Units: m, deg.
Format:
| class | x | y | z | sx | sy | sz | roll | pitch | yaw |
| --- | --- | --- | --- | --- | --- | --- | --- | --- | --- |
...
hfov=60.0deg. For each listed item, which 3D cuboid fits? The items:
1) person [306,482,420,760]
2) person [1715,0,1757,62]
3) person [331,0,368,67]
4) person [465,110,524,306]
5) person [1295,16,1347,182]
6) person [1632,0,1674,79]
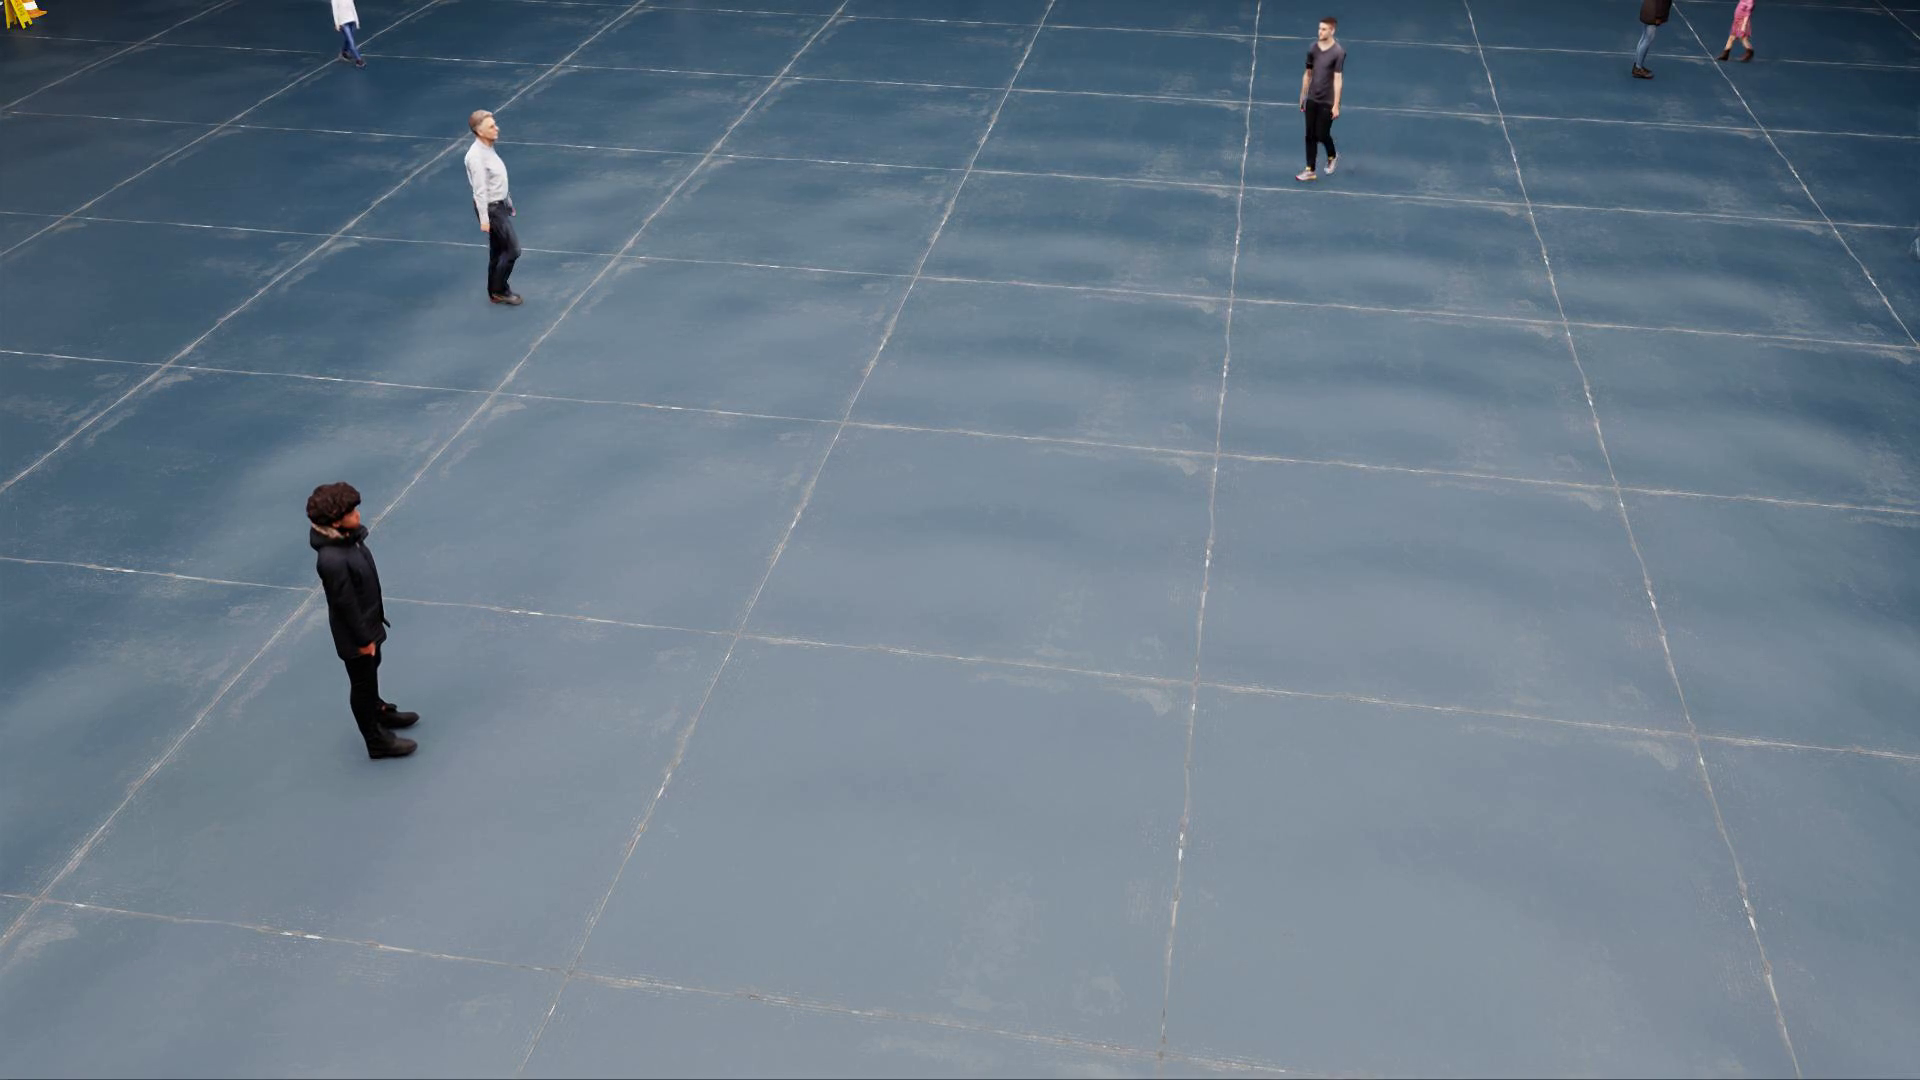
| class | x | y | z | sx | sy | sz | roll | pitch | yaw |
| --- | --- | --- | --- | --- | --- | --- | --- | --- | --- |
| person | -3.475 | 0.459 | 9.550 | 0.703 | 1.773 | 0.704 | -7 | 33 | -10 |
| person | 10.244 | -6.746 | 21.685 | 0.775 | 1.012 | 0.542 | -3 | 32 | -4 |
| person | -7.998 | -6.732 | 21.593 | 0.854 | 1.087 | 0.670 | 22 | 39 | 31 |
| person | -4.294 | -2.983 | 14.976 | 0.705 | 1.807 | 0.716 | -2 | 32 | -4 |
| person | 3.920 | -4.698 | 17.745 | 0.911 | 1.752 | 0.852 | -24 | 40 | -33 |
| person | 8.777 | -6.695 | 21.022 | 0.583 | 1.633 | 0.608 | 6 | 33 | 10 |
